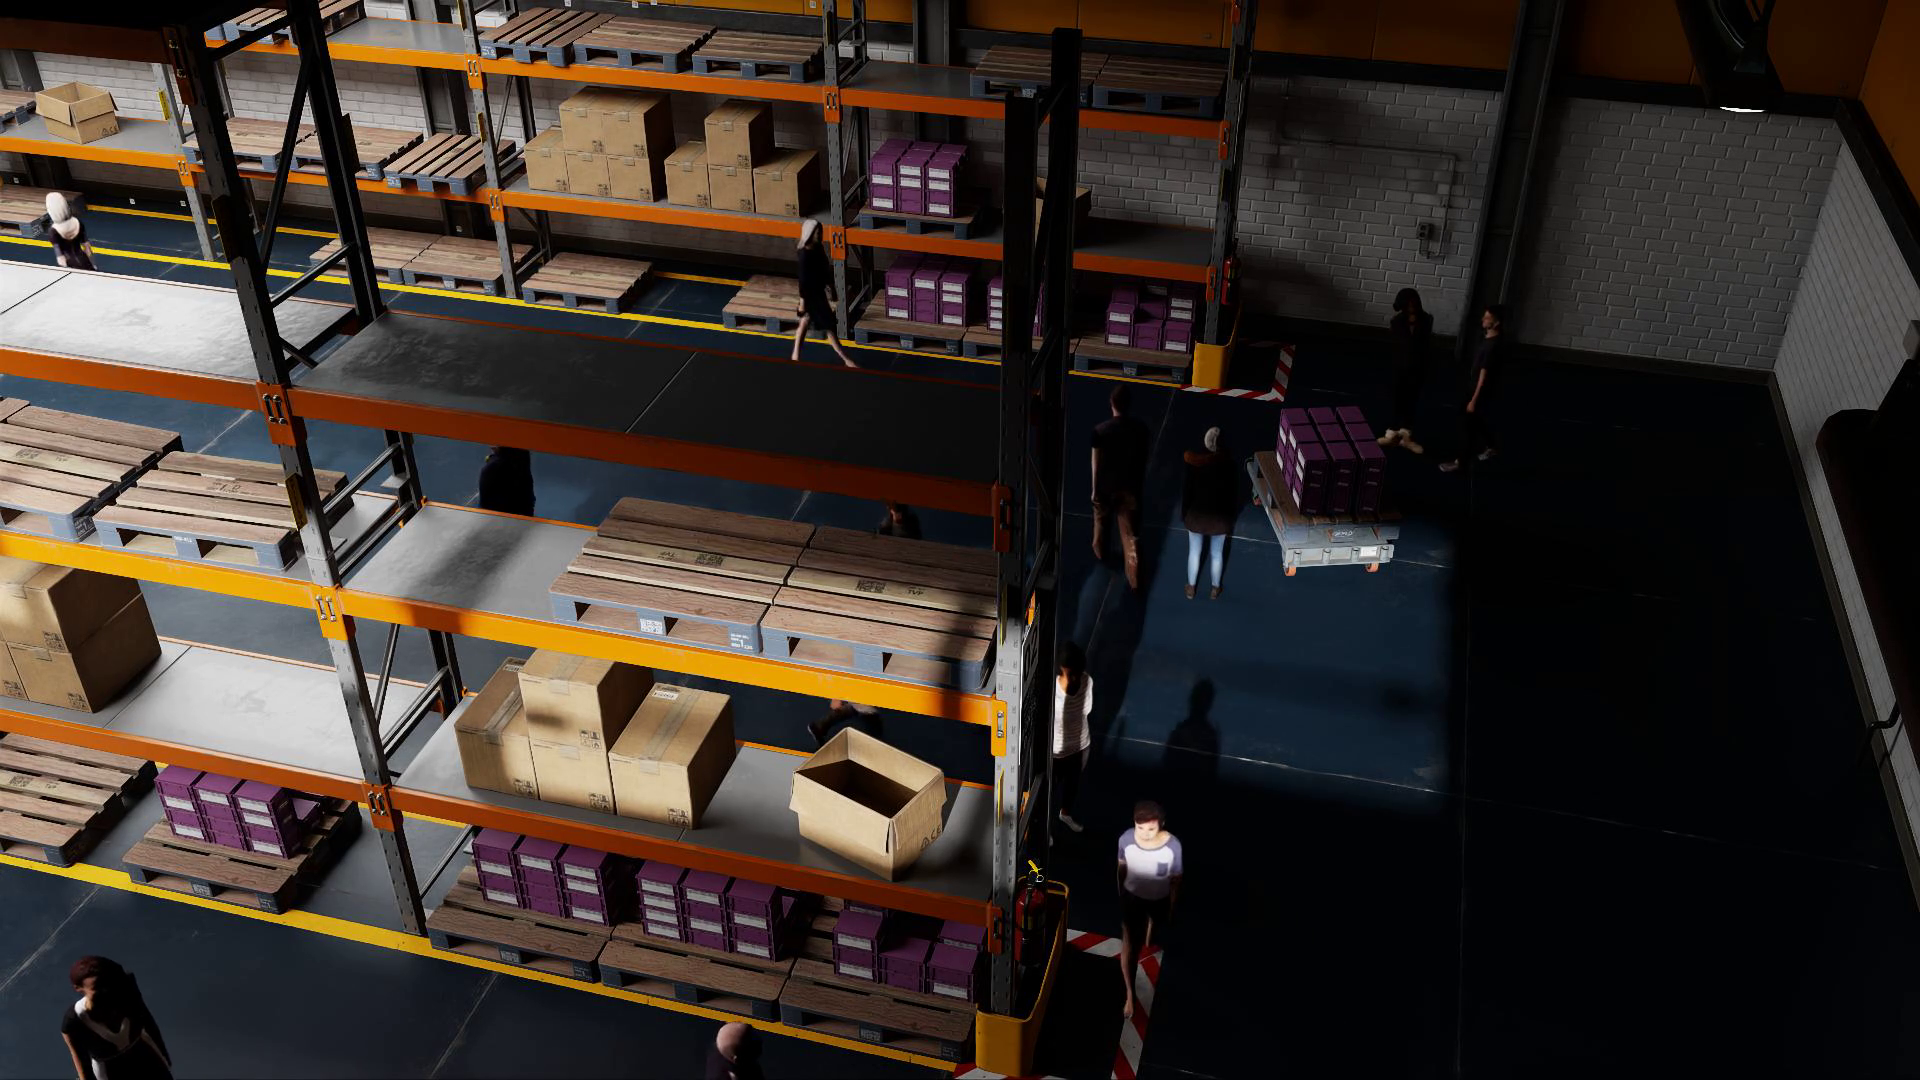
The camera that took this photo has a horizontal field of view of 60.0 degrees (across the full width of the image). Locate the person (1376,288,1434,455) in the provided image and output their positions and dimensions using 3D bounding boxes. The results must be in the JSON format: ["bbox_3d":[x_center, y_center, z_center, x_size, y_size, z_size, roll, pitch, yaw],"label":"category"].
[{"bbox_3d":[4.386,-1.602,15.845,0.501,1.646,0.738,-4,34,-6],"label":"person"}]

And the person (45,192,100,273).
[{"bbox_3d":[-9.158,-2.749,17.439,1.207,1.790,0.788,17,37,24],"label":"person"}]

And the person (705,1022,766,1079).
[{"bbox_3d":[-1.222,3.127,8.571,0.856,1.822,0.832,-7,34,-10],"label":"person"}]

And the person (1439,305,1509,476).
[{"bbox_3d":[4.899,-1.369,15.397,0.811,1.753,0.650,7,34,10],"label":"person"}]

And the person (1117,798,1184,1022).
[{"bbox_3d":[1.183,2.146,10.318,1.005,1.521,0.700,4,34,6],"label":"person"}]

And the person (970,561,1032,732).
[{"bbox_3d":[0.291,0.813,12.165,0.961,1.697,1.183,-28,43,-35],"label":"person"}]

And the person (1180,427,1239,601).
[{"bbox_3d":[2.060,-0.222,13.780,0.563,1.632,0.707,5,34,8],"label":"person"}]

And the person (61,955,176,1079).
[{"bbox_3d":[-4.489,2.891,8.951,0.684,1.793,0.681,23,40,30],"label":"person"}]

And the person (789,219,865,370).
[{"bbox_3d":[-1.578,-2.478,17.105,1.105,1.709,0.616,10,35,15],"label":"person"}]

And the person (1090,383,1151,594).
[{"bbox_3d":[1.345,-0.390,13.885,1.229,1.796,1.081,-5,34,-8],"label":"person"}]

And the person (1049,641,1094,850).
[{"bbox_3d":[0.718,1.379,11.362,0.647,1.642,0.698,-20,38,-27],"label":"person"}]
